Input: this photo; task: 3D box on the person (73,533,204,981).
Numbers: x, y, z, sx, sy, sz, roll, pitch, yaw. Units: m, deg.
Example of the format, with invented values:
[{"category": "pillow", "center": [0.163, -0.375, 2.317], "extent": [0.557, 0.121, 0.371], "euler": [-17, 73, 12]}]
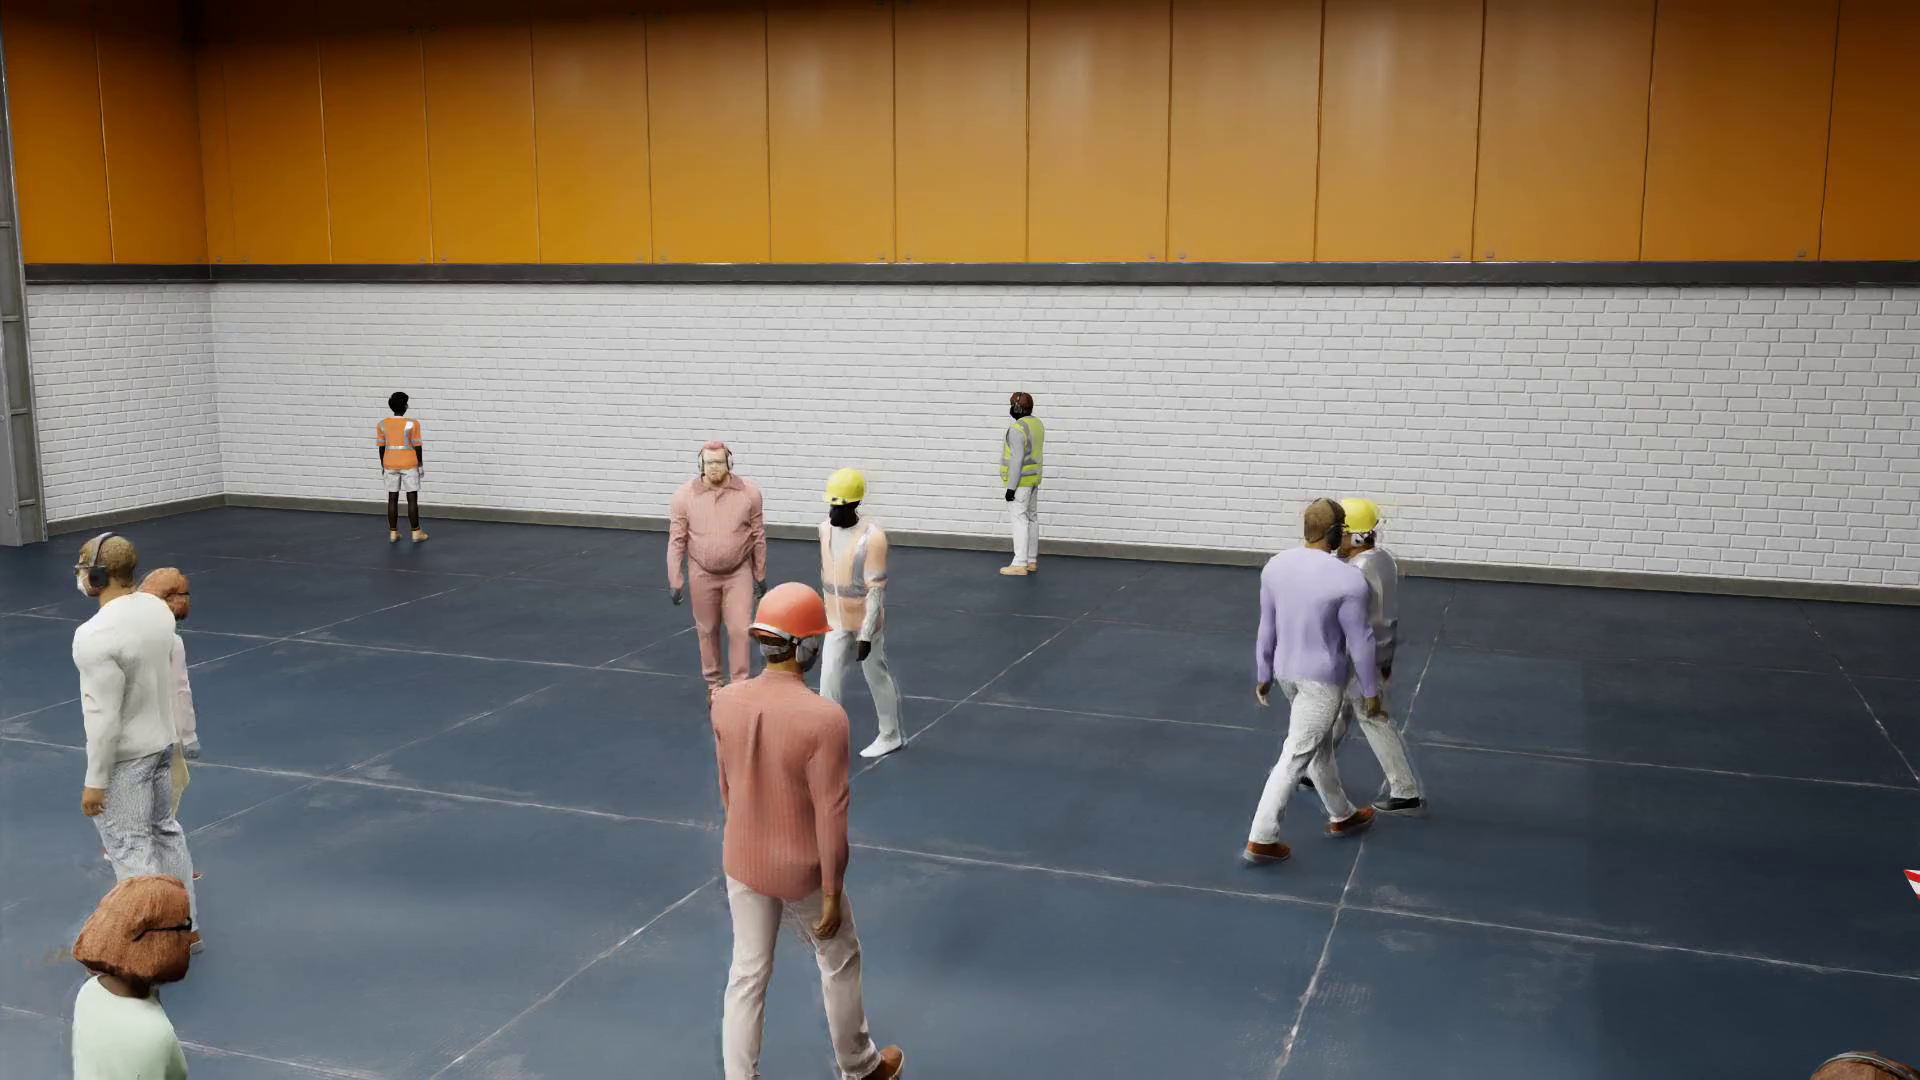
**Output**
[{"category": "person", "center": [-3.560, 0.934, 7.148], "extent": [0.442, 1.946, 0.644], "euler": [0, 9, 0]}]

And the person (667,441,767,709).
[{"category": "person", "center": [-1.654, 0.270, 11.366], "extent": [0.683, 1.878, 0.788], "euler": [-1, 9, -9]}]

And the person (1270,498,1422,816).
[{"category": "person", "center": [2.222, 0.648, 9.392], "extent": [0.948, 1.775, 0.601], "euler": [6, 11, 31]}]

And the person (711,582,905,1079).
[{"category": "person", "center": [-0.544, 1.112, 5.888], "extent": [0.634, 1.957, 0.913], "euler": [6, 11, 32]}]

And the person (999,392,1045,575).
[{"category": "person", "center": [0.611, -0.570, 16.720], "extent": [0.429, 1.842, 0.633], "euler": [4, 10, 25]}]

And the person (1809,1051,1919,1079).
[{"category": "person", "center": [1.378, 1.696, 2.662], "extent": [0.621, 1.845, 0.429], "euler": [6, 11, 33]}]

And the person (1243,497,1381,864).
[{"category": "person", "center": [1.848, 0.717, 8.630], "extent": [1.035, 1.886, 0.650], "euler": [-6, 11, -34]}]

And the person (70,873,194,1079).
[{"category": "person", "center": [-2.049, 1.605, 3.951], "extent": [0.611, 1.608, 0.511], "euler": [-8, 12, -41]}]

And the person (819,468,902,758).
[{"category": "person", "center": [-0.664, 0.479, 10.121], "extent": [0.604, 1.868, 0.938], "euler": [7, 12, 39]}]

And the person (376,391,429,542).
[{"category": "person", "center": [-6.280, -0.819, 18.709], "extent": [0.533, 1.697, 0.322], "euler": [1, 9, 9]}]

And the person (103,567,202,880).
[{"category": "person", "center": [-3.916, 0.931, 8.122], "extent": [0.374, 1.611, 0.506], "euler": [-8, 12, -40]}]
